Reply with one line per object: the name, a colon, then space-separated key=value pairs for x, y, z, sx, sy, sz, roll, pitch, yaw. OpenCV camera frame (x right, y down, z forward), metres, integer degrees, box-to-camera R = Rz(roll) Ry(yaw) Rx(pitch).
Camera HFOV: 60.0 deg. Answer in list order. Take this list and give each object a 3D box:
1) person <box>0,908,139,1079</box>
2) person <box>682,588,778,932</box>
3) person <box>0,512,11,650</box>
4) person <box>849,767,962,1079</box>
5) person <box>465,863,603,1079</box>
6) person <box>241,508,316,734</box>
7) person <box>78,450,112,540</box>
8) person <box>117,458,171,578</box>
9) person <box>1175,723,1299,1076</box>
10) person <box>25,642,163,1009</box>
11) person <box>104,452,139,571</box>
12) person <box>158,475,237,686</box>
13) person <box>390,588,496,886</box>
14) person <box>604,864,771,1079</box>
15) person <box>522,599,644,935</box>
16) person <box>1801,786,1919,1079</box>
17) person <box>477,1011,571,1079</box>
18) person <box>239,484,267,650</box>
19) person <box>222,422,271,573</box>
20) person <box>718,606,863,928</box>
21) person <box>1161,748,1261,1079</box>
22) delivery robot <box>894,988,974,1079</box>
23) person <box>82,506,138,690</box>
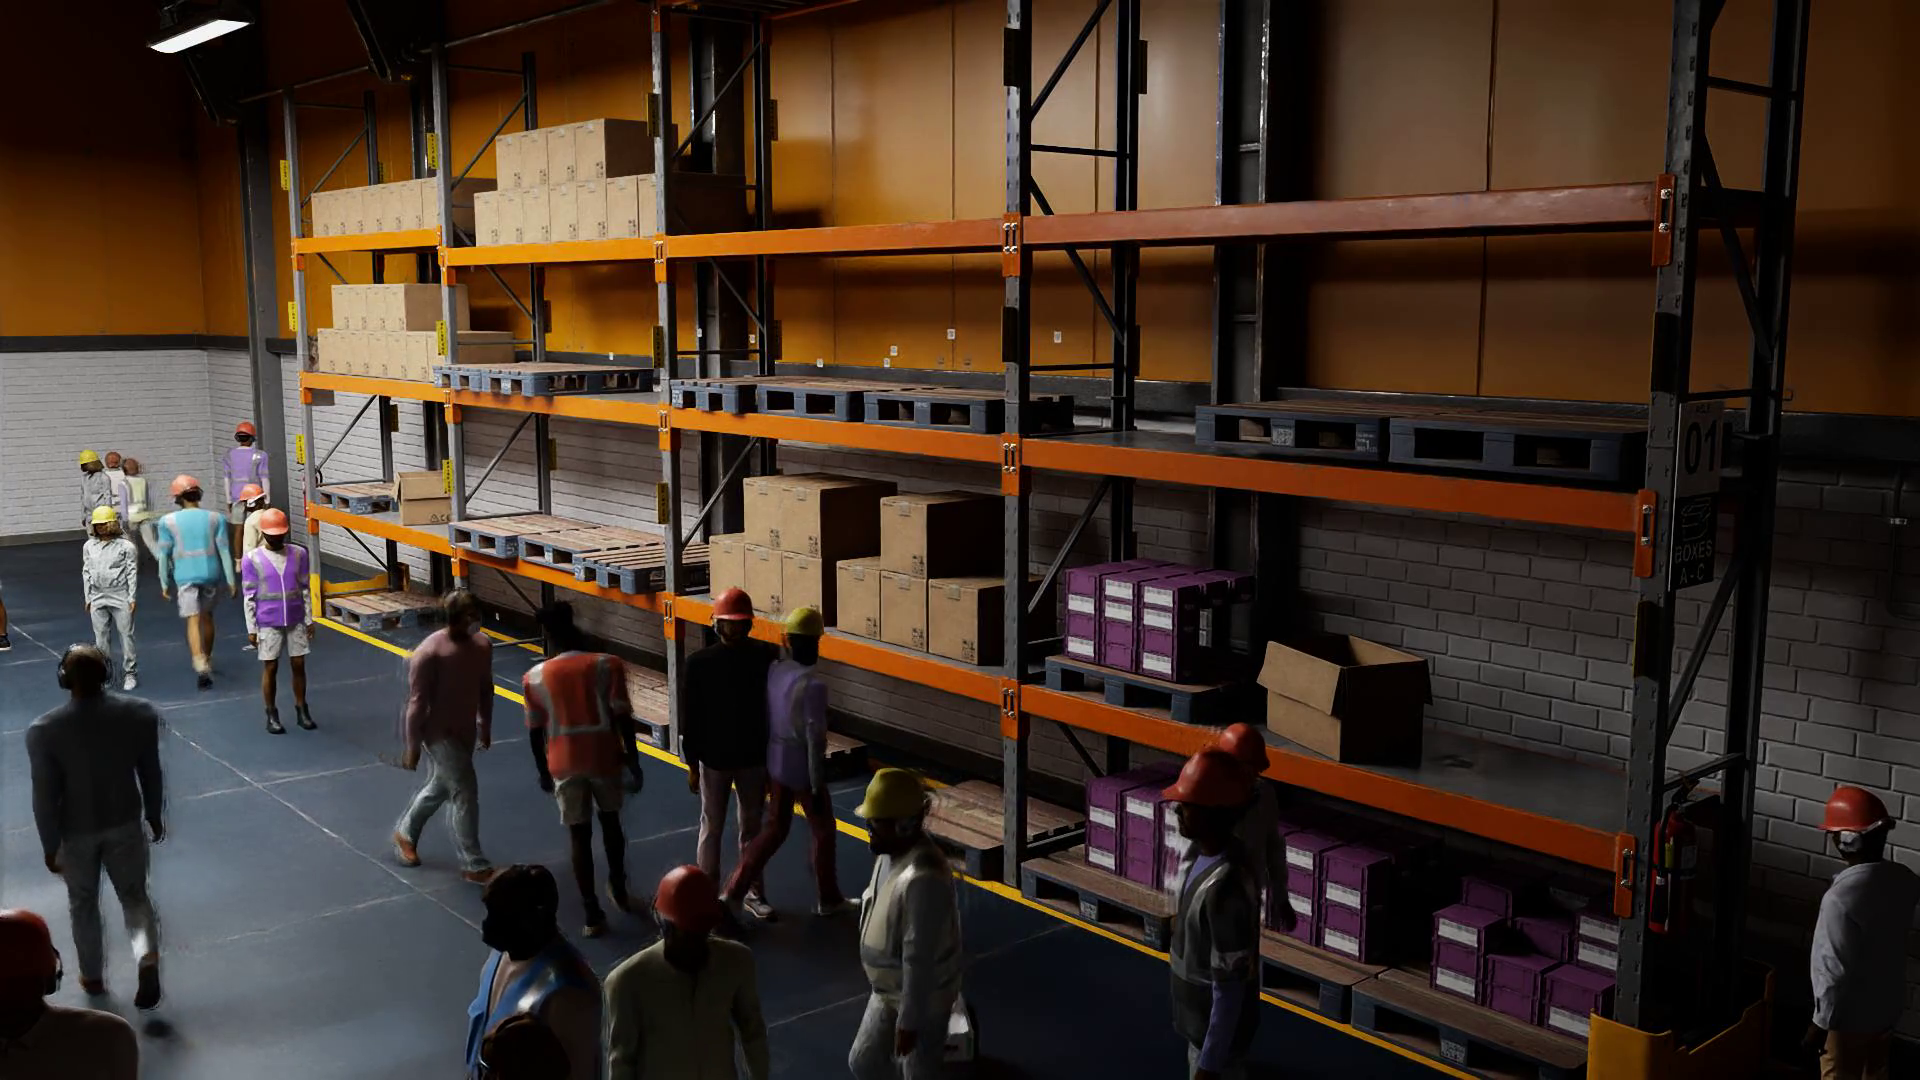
person: x=-2.624 y=1.990 z=4.715 sx=0.621 sy=1.985 sz=0.408 roll=-4 pitch=9 yaw=-23
person: x=-1.321 y=1.264 z=9.714 sx=0.612 sy=1.997 sz=0.375 roll=-5 pitch=9 yaw=-30
person: x=-10.130 y=0.218 z=17.144 sx=0.368 sy=1.958 sz=0.611 roll=1 pitch=8 yaw=8
person: x=-0.224 y=1.793 z=6.665 sx=0.454 sy=1.813 sz=0.598 roll=-3 pitch=9 yaw=-19
person: x=-1.401 y=1.952 z=5.498 sx=0.430 sy=1.837 sz=0.627 roll=-6 pitch=10 yaw=-34
person: x=-5.740 y=0.680 z=14.041 sx=0.549 sy=1.924 sz=0.387 roll=-7 pitch=11 yaw=-39
person: x=-11.201 y=-0.304 z=21.546 sx=0.491 sy=1.729 sz=0.324 roll=3 pitch=9 yaw=20
person: x=-10.775 y=-0.283 z=21.829 sx=0.823 sy=1.606 sz=0.529 roll=3 pitch=9 yaw=19
person: x=1.280 y=1.684 z=7.725 sx=0.553 sy=1.726 sz=0.473 roll=-8 pitch=11 yaw=-43
person: x=-4.402 y=1.474 z=8.547 sx=0.638 sy=1.919 sz=0.825 roll=-7 pitch=11 yaw=-39
person: x=-11.284 y=-0.369 z=22.303 sx=0.312 sy=1.638 sz=0.512 roll=8 pitch=11 yaw=44
person: x=-7.294 y=0.376 z=15.943 sx=0.660 sy=1.996 sz=0.994 roll=-6 pitch=10 yaw=-35
person: x=-3.279 y=1.211 z=10.515 sx=0.993 sy=1.888 sz=0.639 roll=3 pitch=9 yaw=23
person: x=-0.965 y=1.961 z=5.900 sx=0.576 sy=1.727 sz=0.842 roll=-5 pitch=10 yaw=-33
person: x=-2.202 y=1.298 z=9.769 sx=0.689 sy=1.912 sz=0.745 roll=-1 pitch=8 yaw=-10
person: x=3.534 y=1.836 z=6.609 sx=0.563 sy=1.742 sz=0.338 roll=-6 pitch=10 yaw=-34
person: x=-1.231 y=2.149 z=4.845 sx=0.290 sy=1.629 sz=0.499 roll=-5 pitch=10 yaw=-32
person: x=-7.366 y=0.278 z=17.465 sx=0.351 sy=1.738 sz=0.574 roll=0 pitch=8 yaw=1
person: x=-9.570 y=-0.572 z=22.364 sx=0.604 sy=2.034 sz=0.417 roll=0 pitch=8 yaw=-3
person: x=-1.009 y=1.332 z=9.669 sx=0.898 sy=1.890 sz=0.614 roll=-7 pitch=11 yaw=-41
person: x=0.909 y=1.760 z=6.093 sx=0.368 sy=2.048 sz=0.608 roll=1 pitch=8 yaw=5
delivery robot: x=-0.139 y=2.226 z=7.674 sx=0.477 sy=0.478 sz=0.707 roll=-1 pitch=8 yaw=-7
person: x=-7.953 y=0.548 z=15.566 sx=0.484 sy=1.744 sz=0.295 roll=-1 pitch=8 yaw=-4
